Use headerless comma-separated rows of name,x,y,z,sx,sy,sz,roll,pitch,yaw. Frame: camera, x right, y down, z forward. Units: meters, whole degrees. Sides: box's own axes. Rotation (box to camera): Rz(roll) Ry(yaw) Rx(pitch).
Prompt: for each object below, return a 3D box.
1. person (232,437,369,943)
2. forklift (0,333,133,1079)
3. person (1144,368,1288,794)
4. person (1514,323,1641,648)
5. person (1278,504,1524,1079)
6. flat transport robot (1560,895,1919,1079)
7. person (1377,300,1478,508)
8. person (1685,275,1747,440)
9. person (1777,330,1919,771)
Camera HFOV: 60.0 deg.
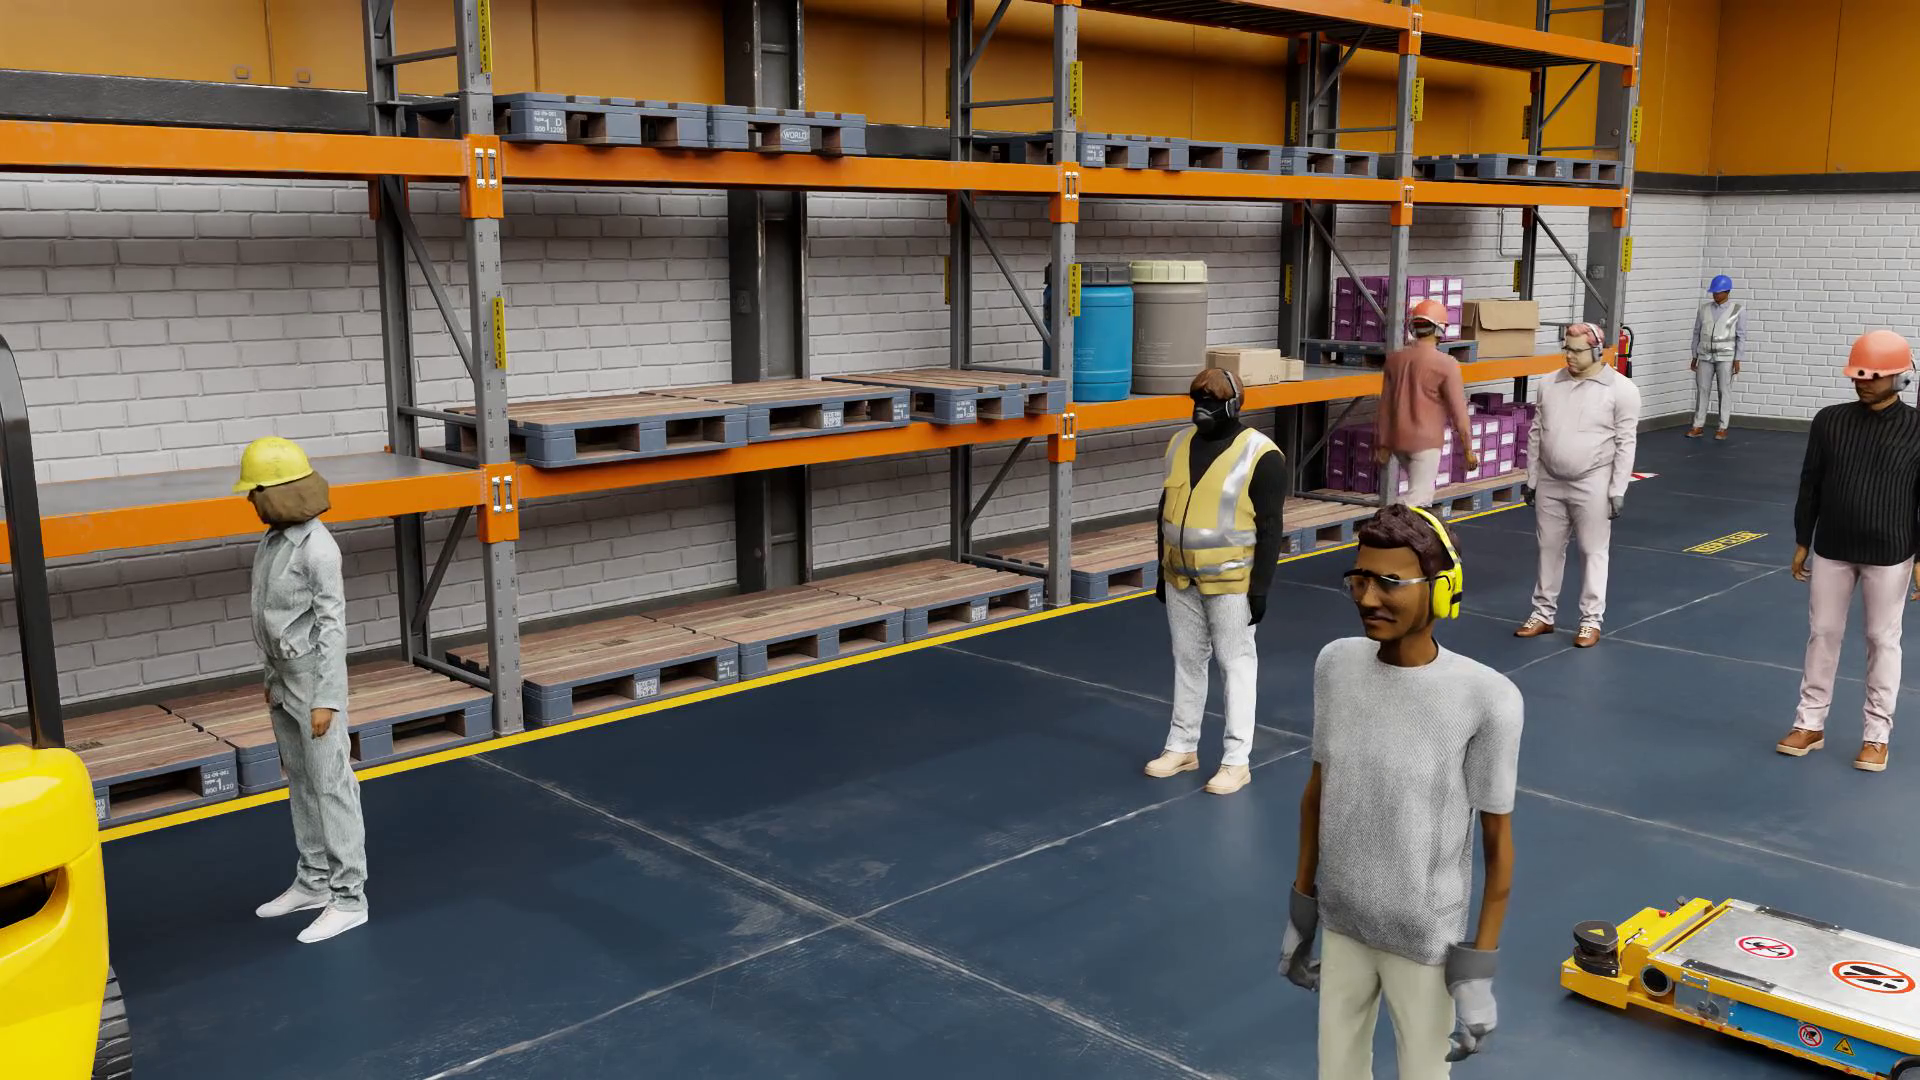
person,-2.275,0.508,5.706,0.311,1.736,0.483,-10,14,-43
forklift,-3.289,0.485,4.582,1.214,2.155,2.313,-10,14,-44
person,1.091,0.174,7.239,0.430,1.845,0.619,-10,14,-43
person,3.614,-0.323,9.790,0.406,1.902,0.636,-10,14,-43
person,0.899,0.846,3.505,0.326,1.869,0.518,-10,14,-43
flat transport robot,2.633,1.374,4.980,0.652,0.197,1.431,-10,15,-44
person,3.243,-0.658,11.436,0.806,1.958,0.635,-5,12,-27
person,8.953,-2.157,19.689,0.401,1.938,0.602,-10,14,-43
person,4.083,0.048,7.533,0.391,1.986,0.609,-10,14,-43
